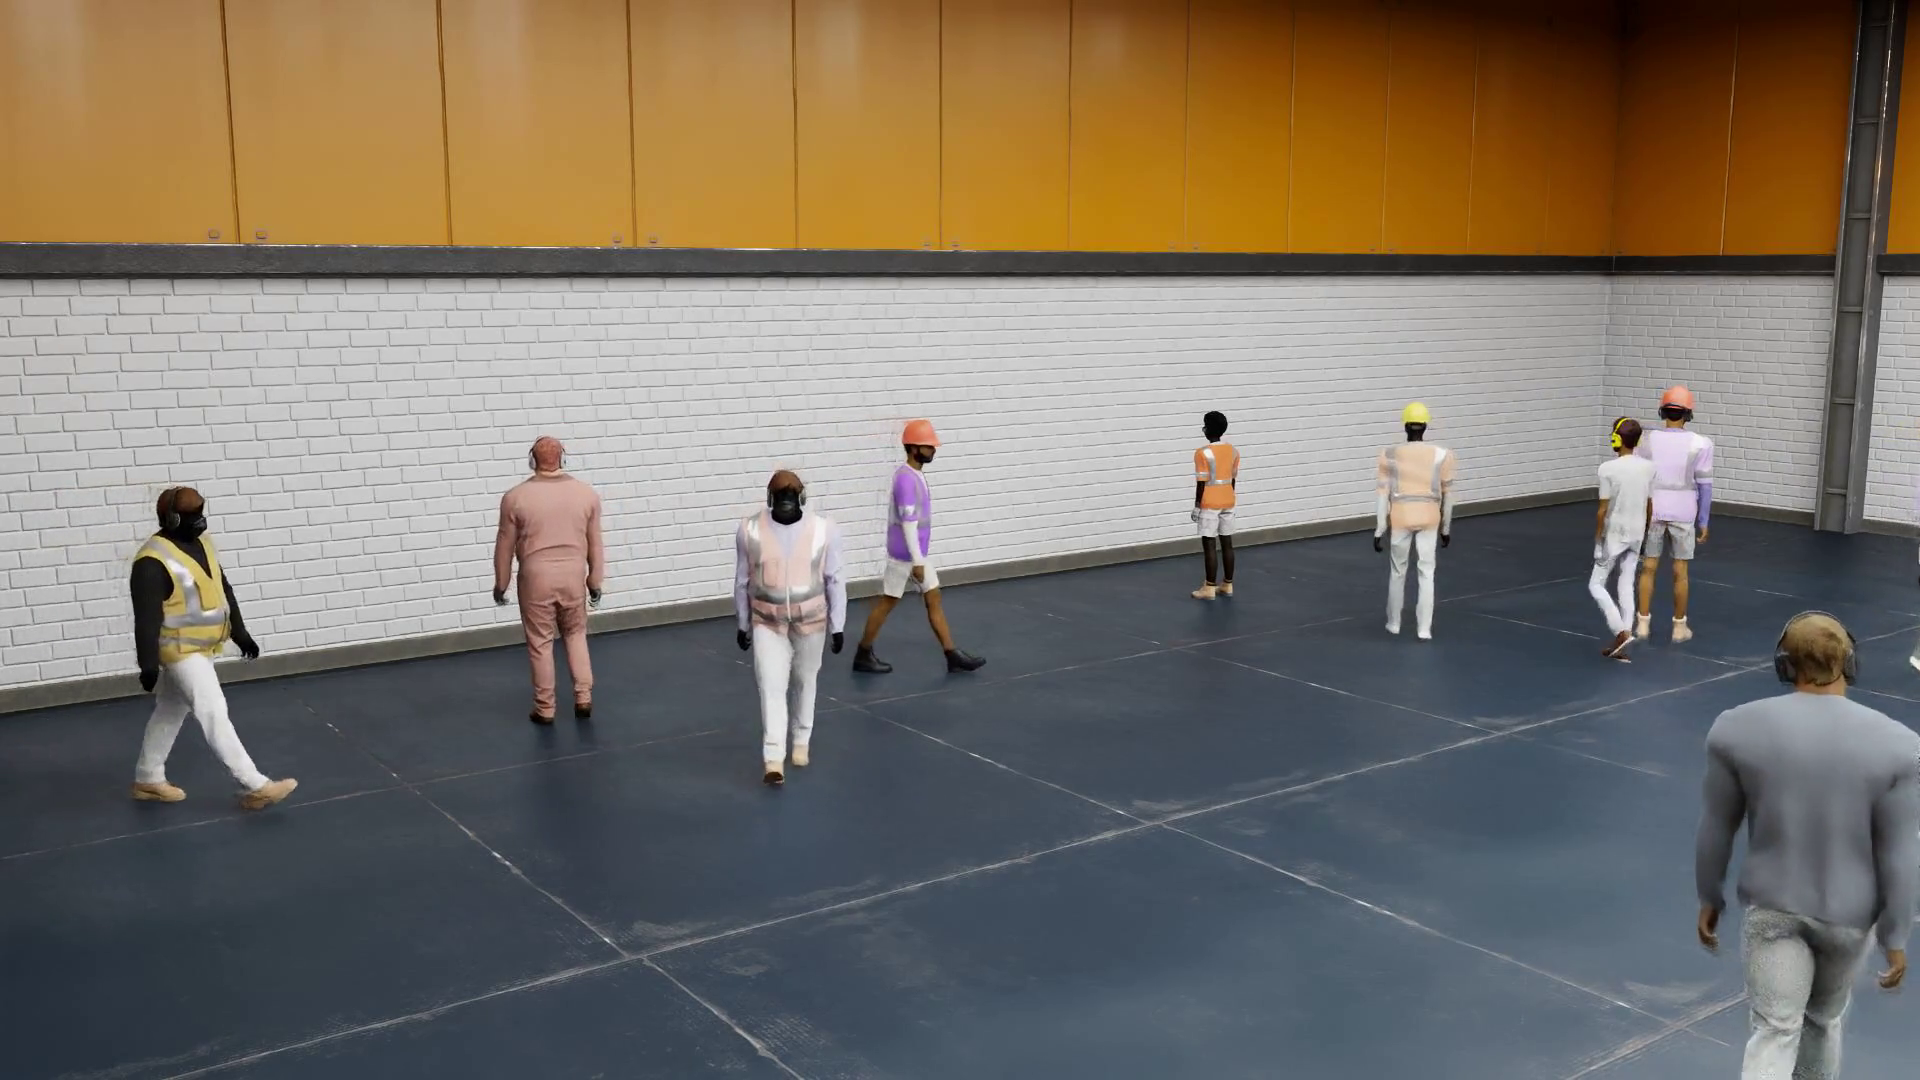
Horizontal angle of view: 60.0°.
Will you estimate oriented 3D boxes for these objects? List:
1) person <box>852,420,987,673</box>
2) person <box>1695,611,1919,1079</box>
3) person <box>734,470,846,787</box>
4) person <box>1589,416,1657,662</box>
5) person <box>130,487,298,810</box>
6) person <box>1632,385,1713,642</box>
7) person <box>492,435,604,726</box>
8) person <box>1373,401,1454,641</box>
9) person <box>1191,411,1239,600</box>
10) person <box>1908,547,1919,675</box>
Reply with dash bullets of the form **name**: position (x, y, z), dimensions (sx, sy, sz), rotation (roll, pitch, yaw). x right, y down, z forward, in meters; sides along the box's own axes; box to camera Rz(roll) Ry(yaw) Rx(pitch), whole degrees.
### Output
- **person**: position (-0.340, 0.065, 12.089), dimensions (1.008, 1.883, 0.571), rotation (2, 9, 11)
- **person**: position (2.645, 1.179, 5.242), dimensions (0.636, 1.888, 0.979), rotation (5, 10, 27)
- **person**: position (-0.982, 0.503, 9.620), dimensions (0.654, 1.794, 0.927), rotation (-1, 9, -5)
- **person**: position (4.991, 0.005, 12.506), dimensions (0.501, 1.862, 0.438), rotation (-2, 9, -11)
- **person**: position (-4.166, 0.594, 9.104), dimensions (0.999, 1.786, 0.629), rotation (0, 9, 1)
- **person**: position (5.659, -0.209, 13.268), dimensions (0.609, 2.042, 0.382), rotation (5, 11, 30)
- **person**: position (-2.654, 0.270, 10.754), dimensions (0.672, 1.900, 0.432), rotation (-5, 11, -30)
- **person**: position (3.638, -0.154, 13.363), dimensions (0.608, 1.931, 0.486), rotation (2, 9, 13)
- **person**: position (2.285, -0.308, 14.941), dimensions (0.537, 1.696, 0.321), rotation (-7, 12, -39)
- **person**: position (6.980, 0.144, 11.593), dimensions (0.604, 1.886, 0.966), rotation (-1, 9, -9)
